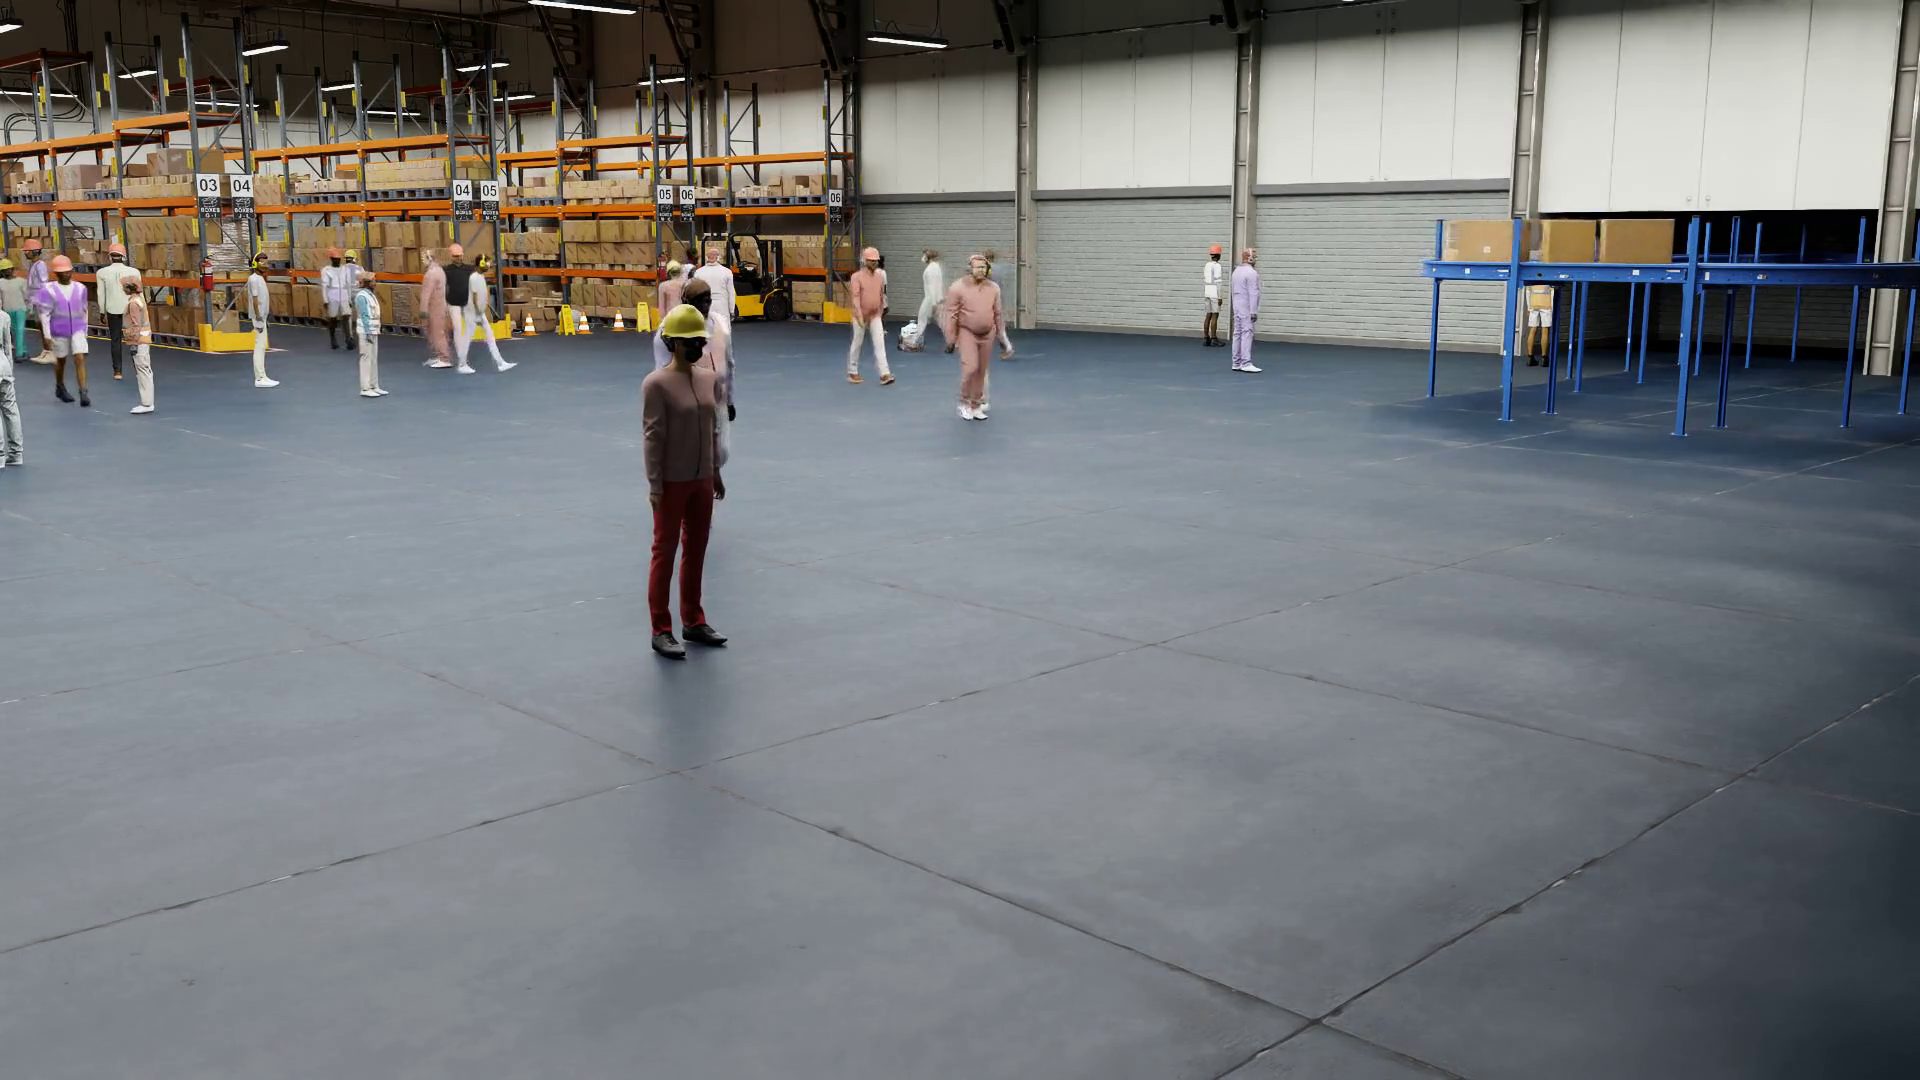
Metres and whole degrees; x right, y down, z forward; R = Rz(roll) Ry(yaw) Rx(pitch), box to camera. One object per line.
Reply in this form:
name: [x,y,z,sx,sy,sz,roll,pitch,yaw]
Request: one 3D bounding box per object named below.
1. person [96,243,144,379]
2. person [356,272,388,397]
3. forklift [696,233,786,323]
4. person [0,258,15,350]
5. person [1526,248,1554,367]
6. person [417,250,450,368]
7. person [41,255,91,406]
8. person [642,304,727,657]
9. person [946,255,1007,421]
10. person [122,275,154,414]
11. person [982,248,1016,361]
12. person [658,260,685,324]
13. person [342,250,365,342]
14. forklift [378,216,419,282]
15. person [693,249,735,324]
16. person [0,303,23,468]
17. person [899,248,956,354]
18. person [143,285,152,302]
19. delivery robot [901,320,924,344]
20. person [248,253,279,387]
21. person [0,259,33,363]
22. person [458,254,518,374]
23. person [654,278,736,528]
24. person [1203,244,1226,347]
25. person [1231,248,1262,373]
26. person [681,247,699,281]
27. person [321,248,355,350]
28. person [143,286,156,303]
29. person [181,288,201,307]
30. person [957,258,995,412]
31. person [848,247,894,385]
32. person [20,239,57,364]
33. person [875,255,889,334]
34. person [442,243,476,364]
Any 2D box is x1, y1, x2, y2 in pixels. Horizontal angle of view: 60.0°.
person: [-12.429,-3.396,24.670,0.622,1.992,0.393,-5,11,-24]
person: [-7.789,-2.709,21.922,0.313,1.634,0.528,0,10,-2]
forklift: [-5.496,-6.489,41.108,2.313,2.155,1.214,-10,14,-44]
person: [-17.815,-4.503,30.698,0.681,2.000,0.538,-9,13,-39]
person: [9.453,-3.792,26.989,0.356,1.938,0.543,-8,13,-37]
person: [-8.490,-3.691,26.620,0.640,1.876,0.636,-2,11,-9]
person: [-11.231,-2.635,20.886,0.554,1.878,1.055,-9,14,-40]
person: [-1.384,-0.308,8.457,0.327,1.767,0.533,7,12,33]
person: [0.204,-2.311,19.053,0.665,1.887,0.563,-6,12,-31]
person: [-9.812,-2.335,19.862,0.307,1.638,0.512,-4,11,-21]
person: [0.538,-4.017,28.319,0.962,1.908,0.629,4,11,22]
person: [-4.261,-3.347,25.074,0.542,1.741,0.610,-4,11,-22]
person: [-12.034,-4.837,32.993,0.586,1.825,0.403,0,10,-2]
forklift: [-17.868,-9.201,54.028,1.873,2.768,1.129,-10,14,-44]
person: [-3.818,-3.588,25.979,0.638,1.903,0.408,0,10,0]
person: [-8.866,-1.527,15.188,0.305,1.736,0.484,2,11,12]
person: [-0.545,-4.293,29.883,1.035,1.885,0.638,3,11,15]
person: [-21.009,-6.525,42.721,0.500,1.633,0.282,-8,13,-37]
delivery robot: [-0.879,-3.820,30.774,0.477,0.478,0.707,-2,10,-10]
person: [-9.824,-3.097,23.411,0.334,1.862,0.521,-2,11,-12]
person: [-15.882,-3.861,27.959,0.532,1.715,0.890,-2,11,-9]
person: [-7.311,-3.468,25.553,0.977,1.806,0.590,1,10,8]
person: [-1.942,-0.989,12.055,0.646,1.816,0.576,-10,14,-43]
person: [4.869,-4.681,31.822,0.344,1.942,0.549,-4,11,-21]
person: [4.472,-3.577,25.900,0.399,1.910,0.643,-3,11,-18]
person: [-5.223,-4.653,31.855,0.912,1.889,0.601,-4,11,-21]
person: [-11.533,-4.464,30.809,0.567,1.882,1.016,-8,13,-37]
person: [-21.836,-7.061,44.524,0.371,2.044,0.608,6,12,31]
person: [-19.246,-6.381,41.540,0.618,1.782,0.941,-9,14,-42]
person: [0.180,-2.458,19.988,0.502,1.837,0.535,-9,14,-40]
person: [-1.302,-3.191,23.726,0.603,1.942,1.050,-7,12,-32]
person: [-15.251,-3.941,27.512,0.374,2.043,0.613,-9,13,-39]
person: [-1.730,-5.220,35.435,0.406,1.685,0.551,-5,12,-26]
person: [-8.322,-3.929,27.630,0.634,1.973,0.572,-6,12,-30]
